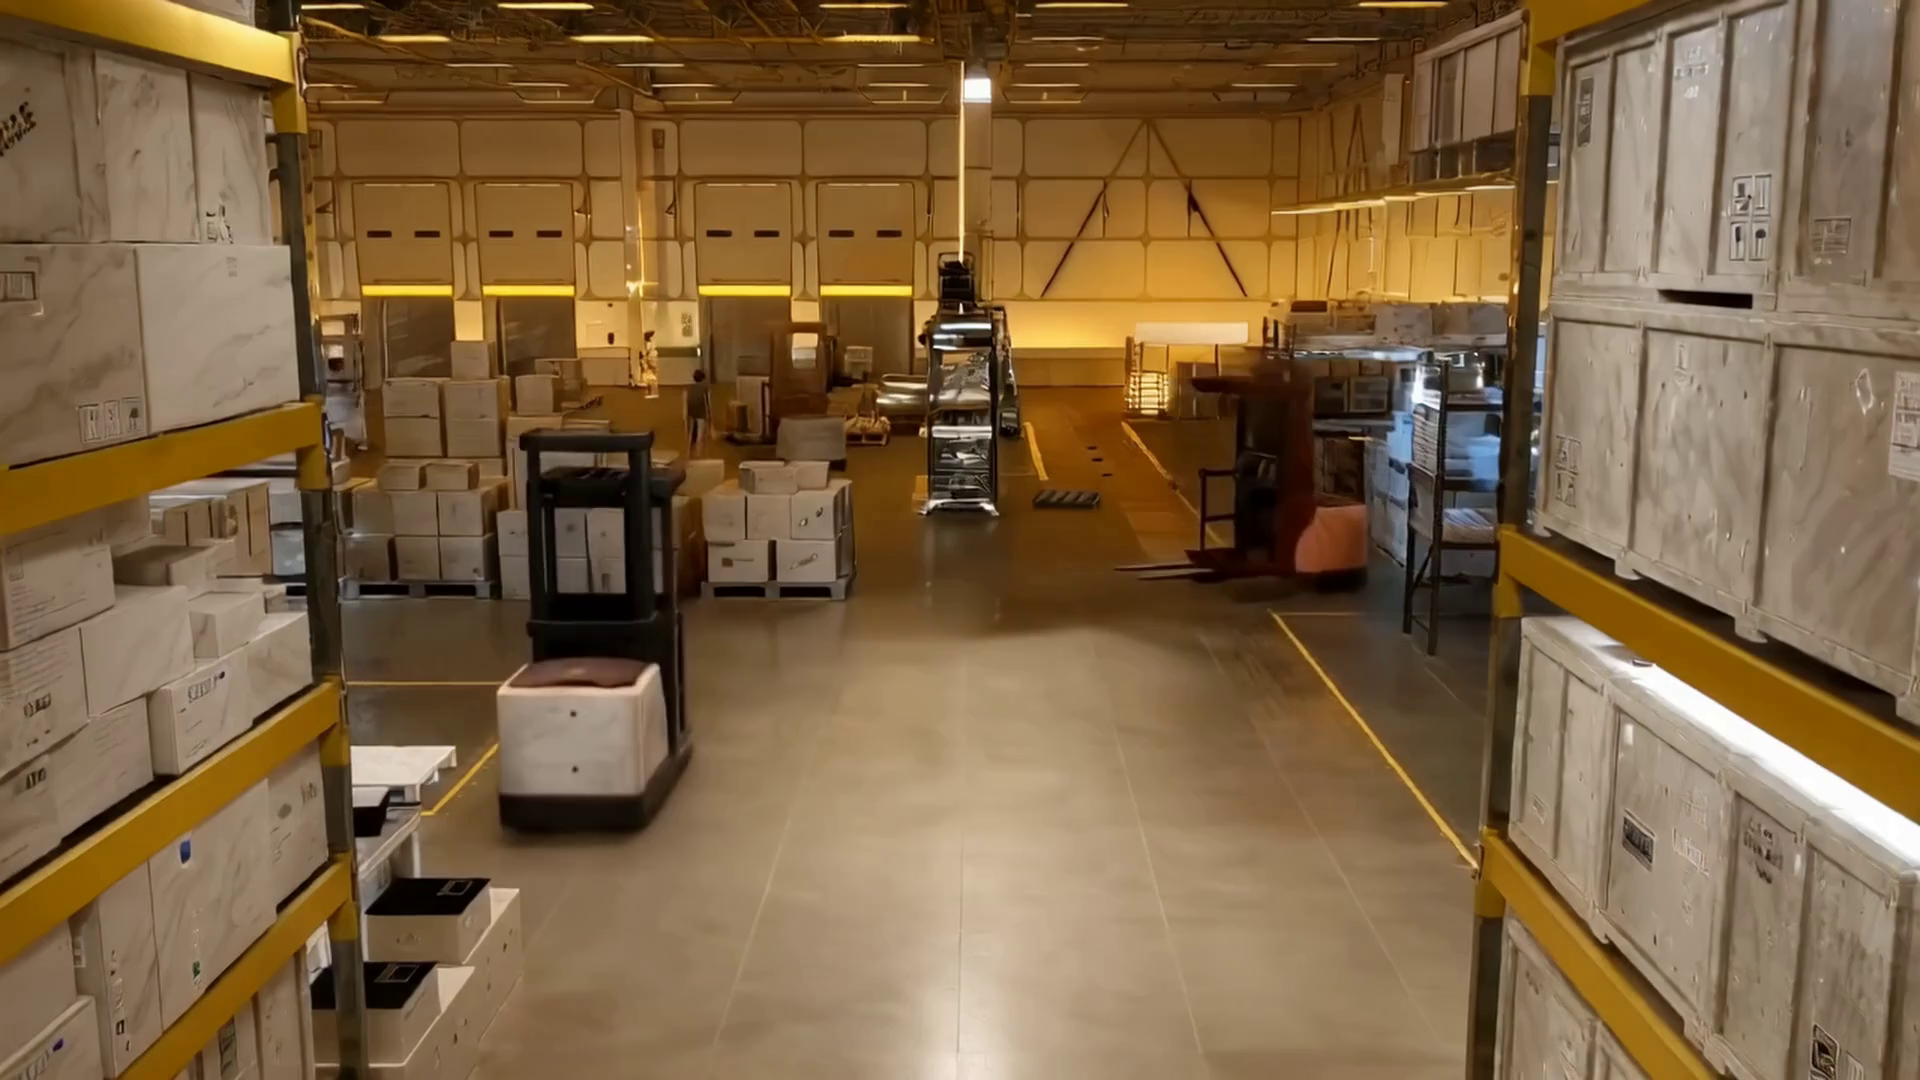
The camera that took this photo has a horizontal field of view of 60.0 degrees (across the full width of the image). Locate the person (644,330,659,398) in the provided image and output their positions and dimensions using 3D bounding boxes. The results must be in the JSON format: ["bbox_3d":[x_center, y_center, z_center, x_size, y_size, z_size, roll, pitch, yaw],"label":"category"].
[{"bbox_3d":[-8.773,-4.986,47.219,0.388,1.930,0.544,-8,13,-38],"label":"person"}]

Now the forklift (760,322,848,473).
[{"bbox_3d":[-2.942,-2.700,31.278,1.129,2.768,1.873,-5,11,-26],"label":"forklift"}]

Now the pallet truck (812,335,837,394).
[{"bbox_3d":[-3.021,-4.312,43.126,1.885,1.965,0.823,3,10,17],"label":"pallet truck"}]

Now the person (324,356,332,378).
[{"bbox_3d":[-14.465,-3.344,37.751,0.616,1.924,0.547,5,11,25],"label":"person"}]

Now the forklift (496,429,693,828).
[{"bbox_3d":[-2.749,0.560,12.472,1.129,2.768,1.873,0,10,1],"label":"forklift"}]

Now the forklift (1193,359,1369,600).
[{"bbox_3d":[3.961,-0.790,20.258,1.873,2.768,1.129,-3,10,-19],"label":"forklift"}]

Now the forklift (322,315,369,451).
[{"bbox_3d":[-13.158,-3.321,34.861,1.129,2.768,1.873,-5,11,-25],"label":"forklift"}]

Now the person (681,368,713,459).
[{"bbox_3d":[-5.013,-2.315,31.798,0.628,1.931,0.358,2,10,14],"label":"person"}]
